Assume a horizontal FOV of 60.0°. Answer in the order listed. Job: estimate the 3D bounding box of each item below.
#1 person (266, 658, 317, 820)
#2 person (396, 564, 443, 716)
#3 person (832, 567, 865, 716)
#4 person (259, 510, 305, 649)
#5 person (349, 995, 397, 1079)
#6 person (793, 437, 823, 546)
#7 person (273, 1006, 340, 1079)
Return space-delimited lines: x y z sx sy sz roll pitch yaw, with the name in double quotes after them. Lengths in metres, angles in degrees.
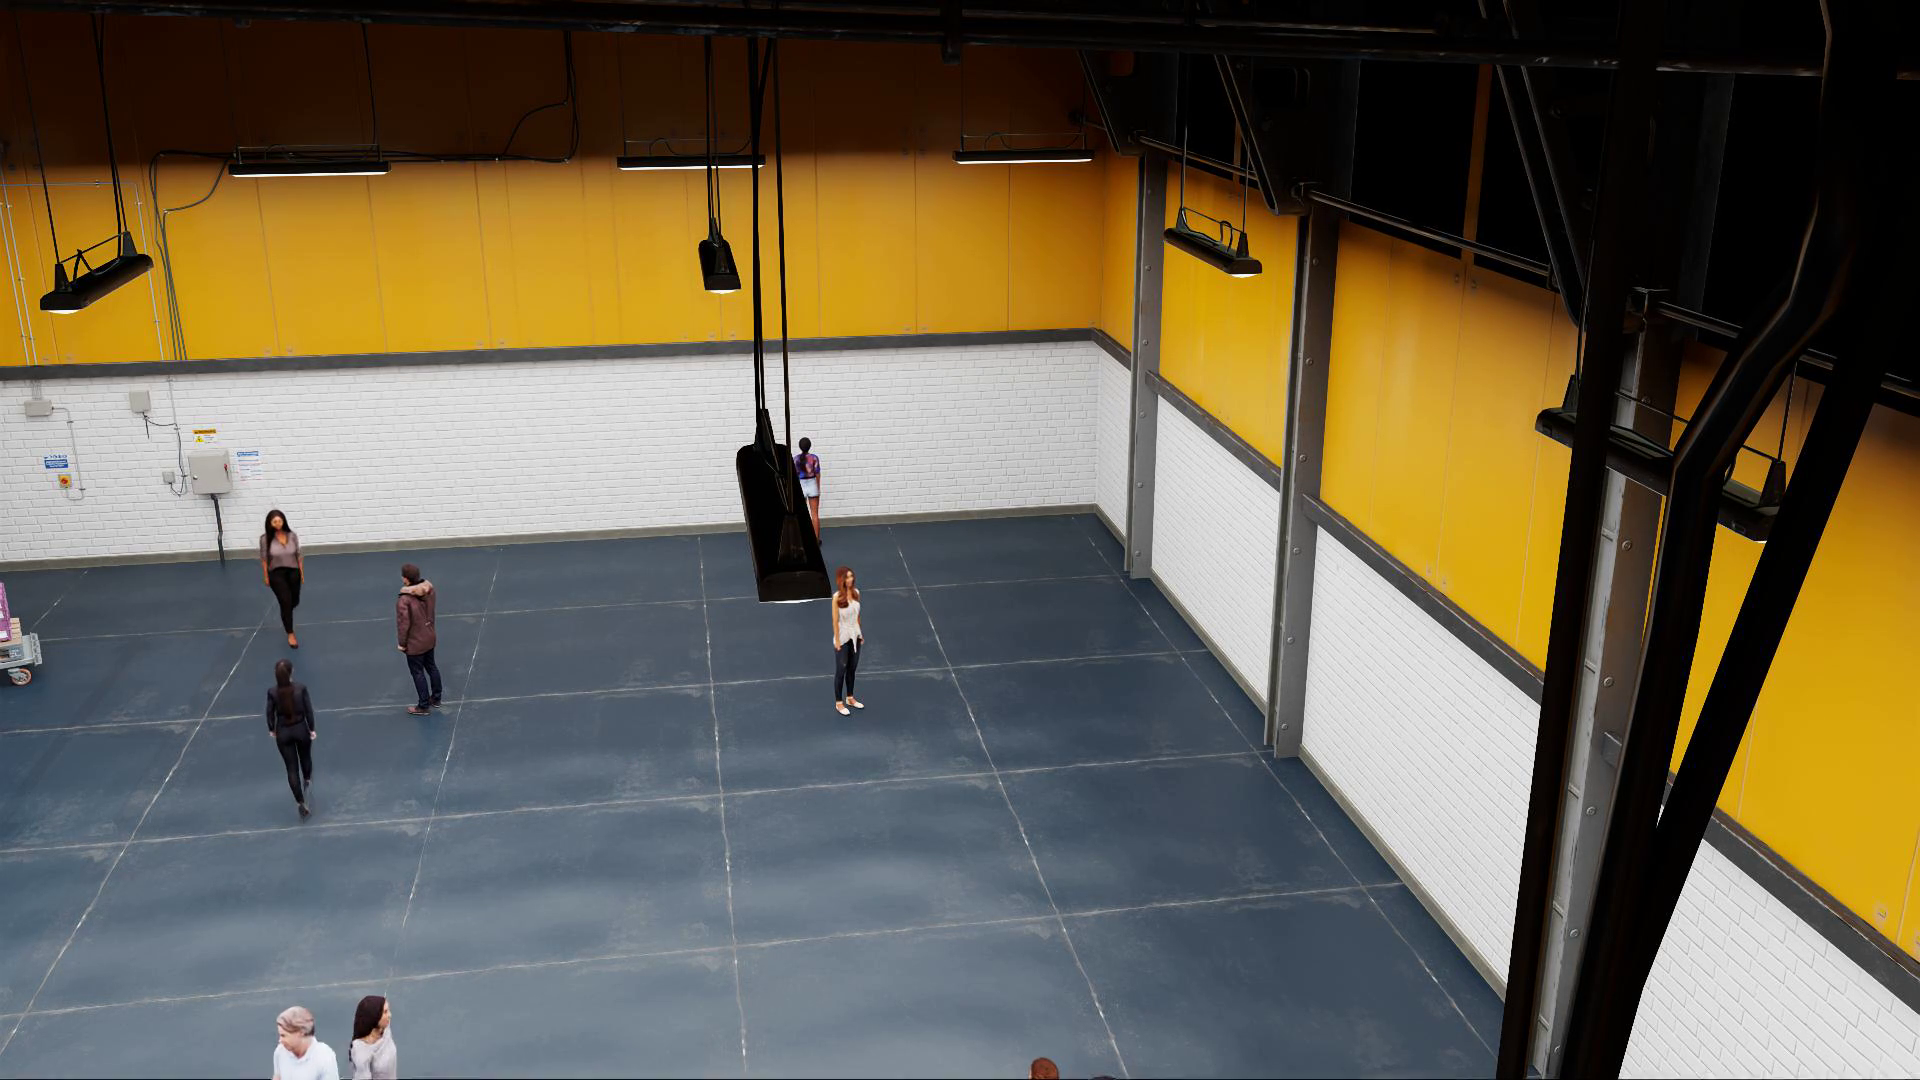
-6.877 2.074 17.156 0.748 1.663 1.086 -7 20 -20 "person"
-6.377 1.151 19.607 0.935 1.848 0.828 8 20 21 "person"
-1.348 1.166 19.658 0.712 1.786 0.672 16 24 39 "person"
-8.832 0.472 21.676 0.980 1.814 1.193 -14 23 -36 "person"
-4.190 3.934 11.711 0.827 1.613 0.723 5 19 14 "person"
-2.331 -0.739 25.386 0.604 1.741 0.537 -1 19 -4 "person"
-4.336 3.946 11.416 1.122 1.778 1.277 9 20 24 "person"
